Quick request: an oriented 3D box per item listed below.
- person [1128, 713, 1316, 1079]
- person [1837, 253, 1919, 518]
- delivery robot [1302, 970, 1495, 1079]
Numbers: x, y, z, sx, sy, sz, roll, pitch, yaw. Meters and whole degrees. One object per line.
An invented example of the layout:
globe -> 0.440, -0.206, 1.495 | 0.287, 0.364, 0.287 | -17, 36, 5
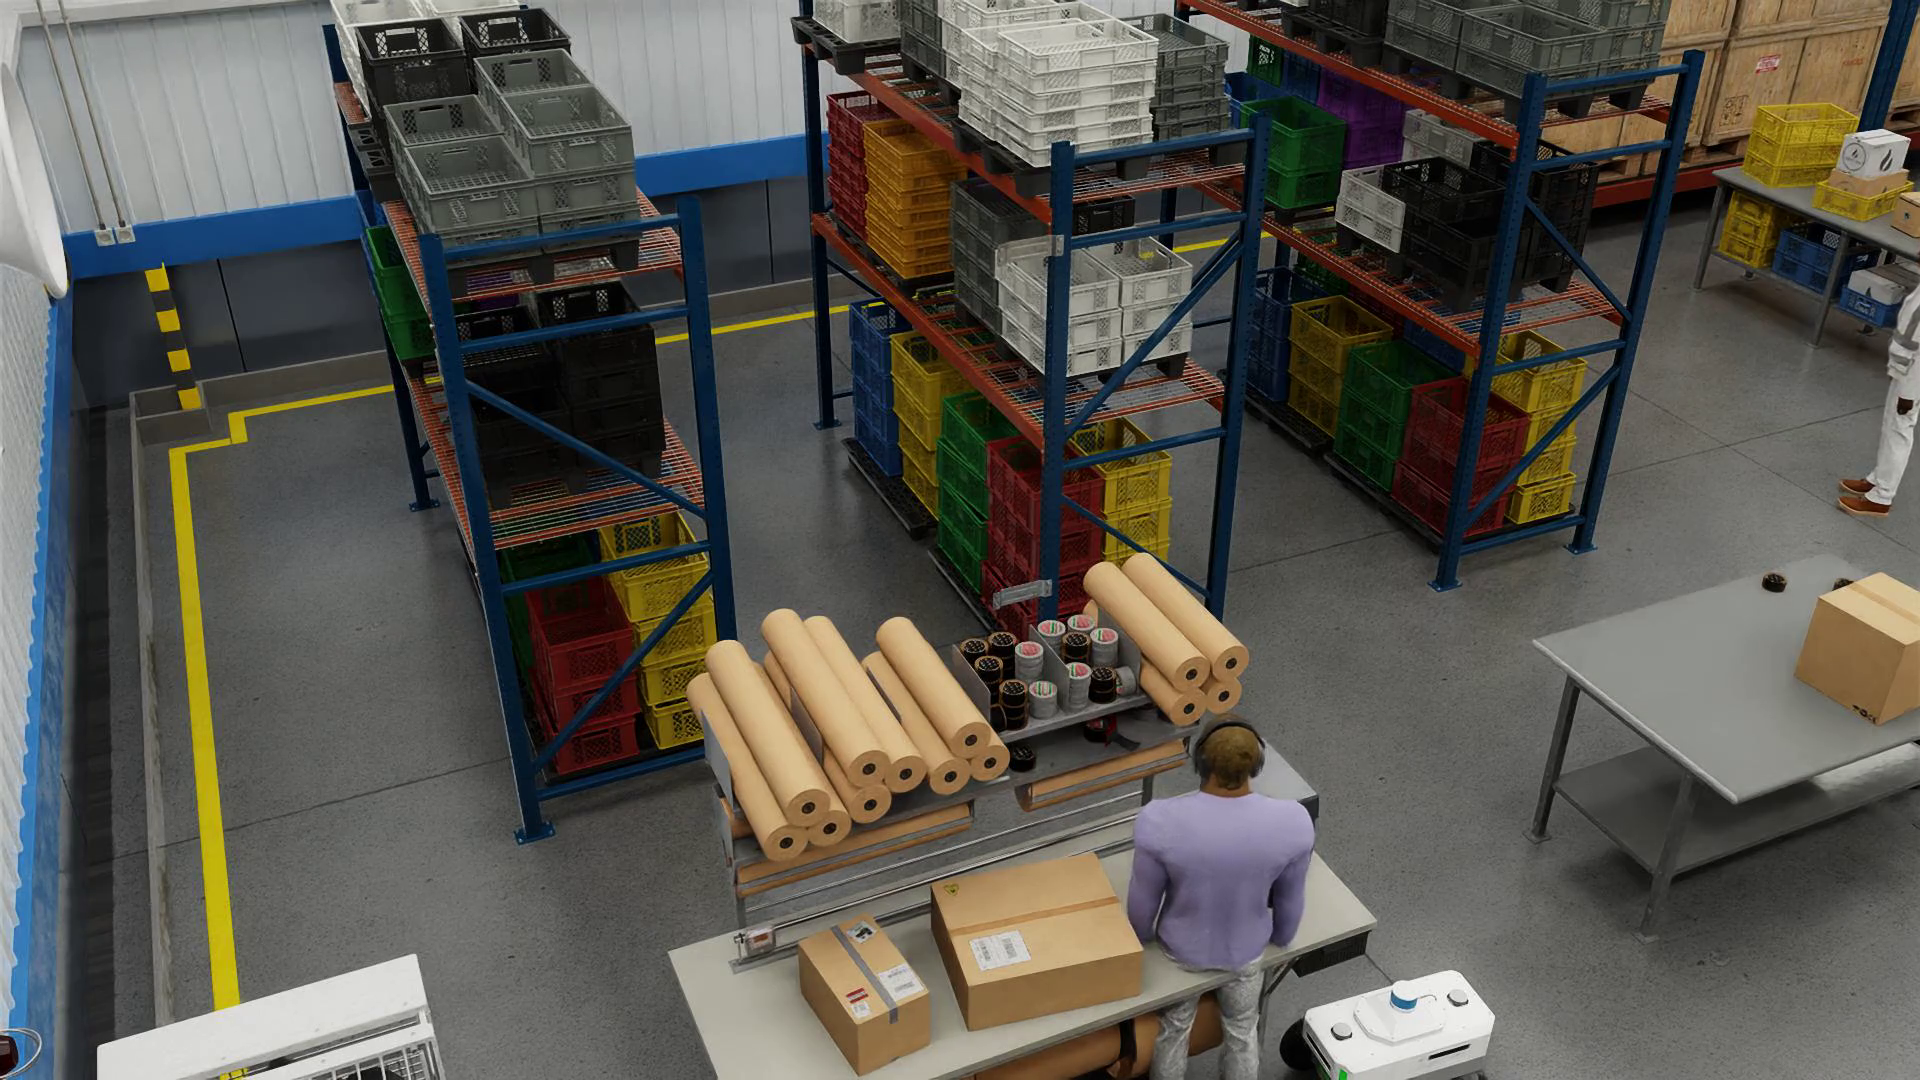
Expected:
person -> 0.918, 1.445, 6.031 | 0.631, 1.932, 0.371 | 1, 32, 1
person -> 5.757, -1.011, 10.074 | 0.361, 1.878, 0.579 | 14, 34, 21
delivery robot -> 1.702, 1.920, 6.471 | 0.707, 0.478, 0.477 | -10, 33, -16
